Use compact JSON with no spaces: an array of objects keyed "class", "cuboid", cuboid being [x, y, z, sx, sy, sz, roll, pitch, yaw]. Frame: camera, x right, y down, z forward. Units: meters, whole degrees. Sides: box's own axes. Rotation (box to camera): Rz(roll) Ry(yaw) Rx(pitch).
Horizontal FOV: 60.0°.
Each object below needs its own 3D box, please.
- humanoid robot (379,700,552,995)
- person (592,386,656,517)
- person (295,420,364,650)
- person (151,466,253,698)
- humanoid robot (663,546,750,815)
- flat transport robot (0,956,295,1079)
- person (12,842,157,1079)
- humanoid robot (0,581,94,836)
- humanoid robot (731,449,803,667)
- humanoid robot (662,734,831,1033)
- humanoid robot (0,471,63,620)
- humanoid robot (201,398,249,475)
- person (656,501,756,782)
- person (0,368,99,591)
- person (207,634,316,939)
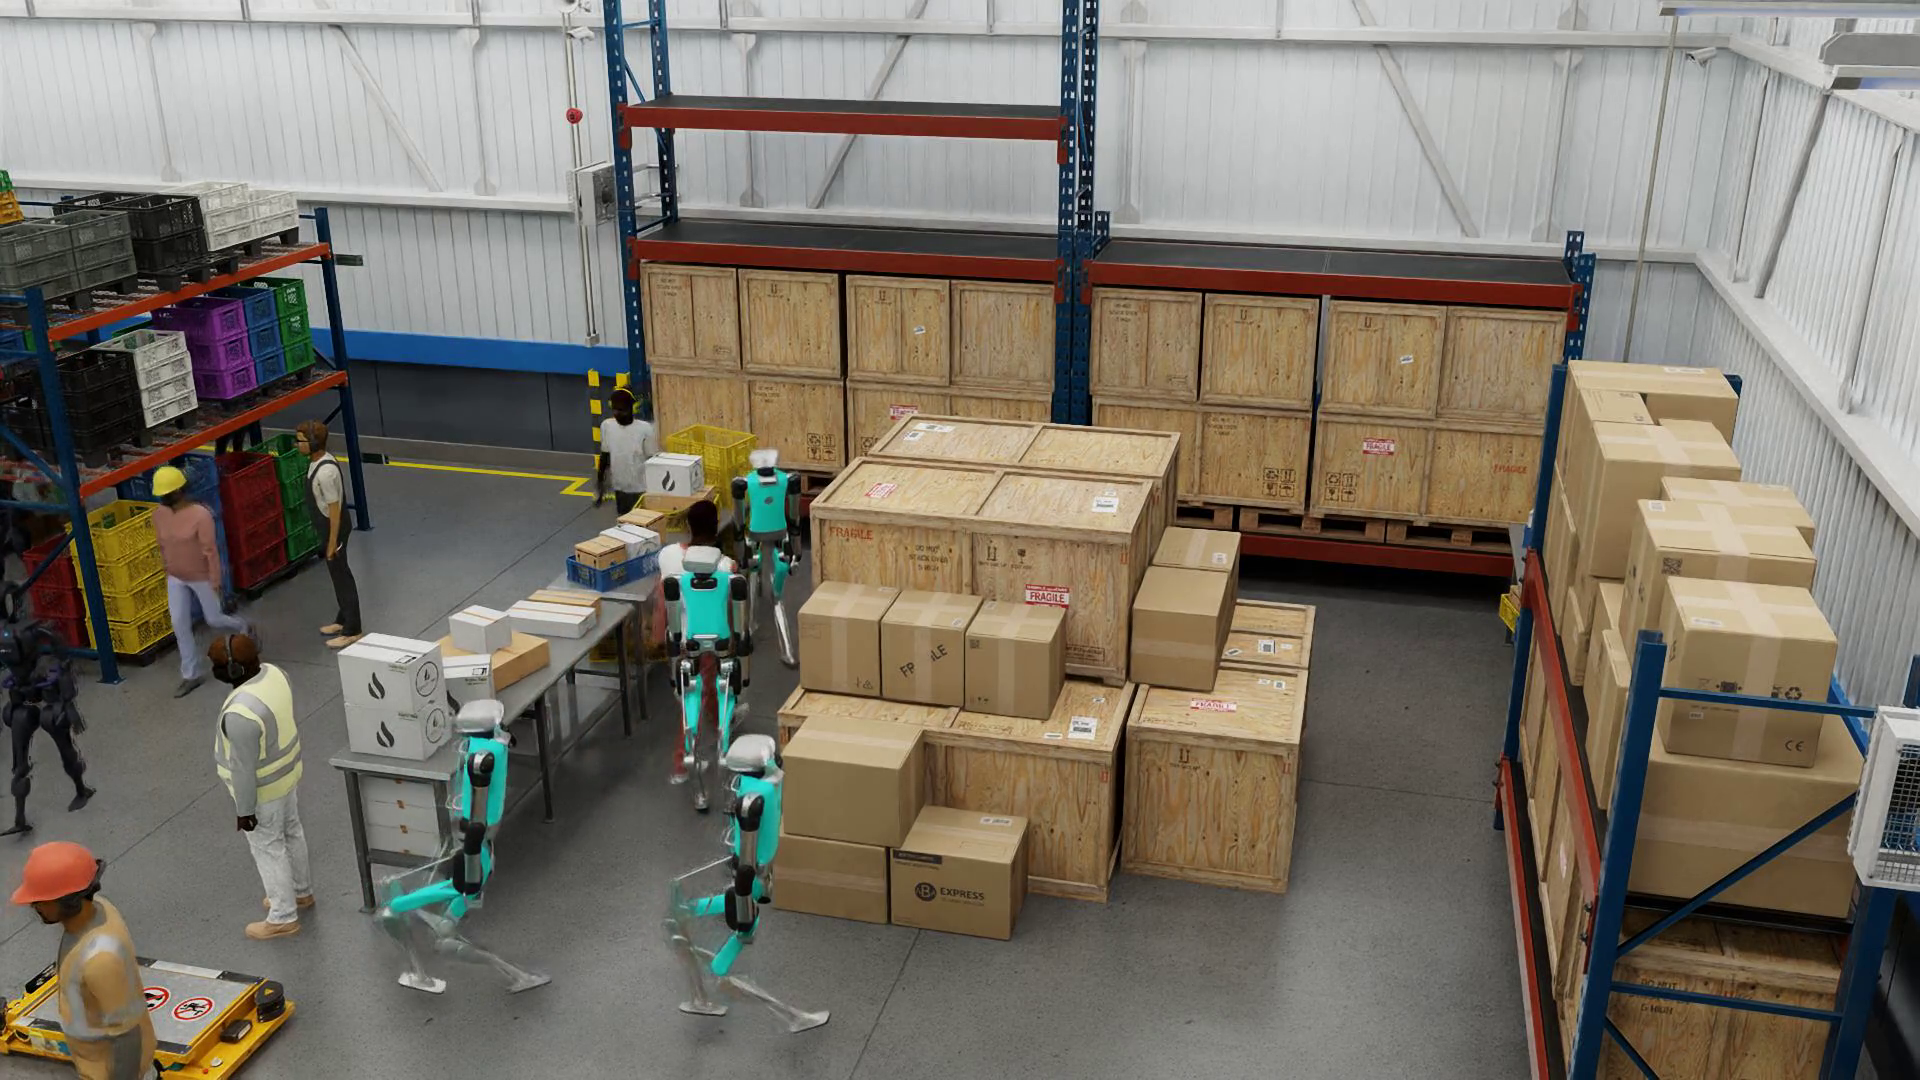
[{"class":"humanoid robot","cuboid":[-2.696,1.666,8.656,1.013,1.727,0.580,-2,21,-6]},{"class":"person","cuboid":[-2.786,-0.402,13.888,0.563,1.844,0.539,9,23,22]},{"class":"person","cuboid":[-4.917,-0.049,12.965,0.348,1.846,0.504,-9,23,-22]},{"class":"person","cuboid":[-5.669,0.238,12.355,0.527,1.733,0.739,4,21,10]},{"class":"humanoid robot","cuboid":[-1.594,0.947,10.458,0.530,1.766,0.683,0,21,-1]},{"class":"flat transport robot","cuboid":[-4.270,2.464,8.601,1.431,0.231,0.659,5,22,13]},{"class":"person","cuboid":[-3.561,2.154,6.928,0.389,2.040,0.613,-14,25,-32]},{"class":"humanoid robot","cuboid":[-5.790,1.044,10.386,0.594,1.630,0.755,0,21,0]},{"class":"humanoid robot","cuboid":[-1.504,0.080,12.802,0.533,1.756,0.964,-6,22,-14]},{"class":"humanoid robot","cuboid":[-1.174,1.768,8.361,1.035,1.730,0.542,2,21,6]},{"class":"humanoid robot","cuboid":[-7.751,-0.136,13.502,0.608,1.620,0.742,14,25,33]},{"class":"humanoid robot","cuboid":[-7.090,-1.201,16.212,0.482,1.641,0.602,9,23,23]},{"class":"person","cuboid":[-1.676,0.626,11.171,0.610,1.864,0.985,12,24,28]},{"class":"person","cuboid":[-7.836,-0.584,14.158,0.670,1.999,0.785,16,26,36]},{"class":"person","cuboid":[-3.903,1.364,9.294,0.429,1.834,0.632,-1,21,-2]}]
